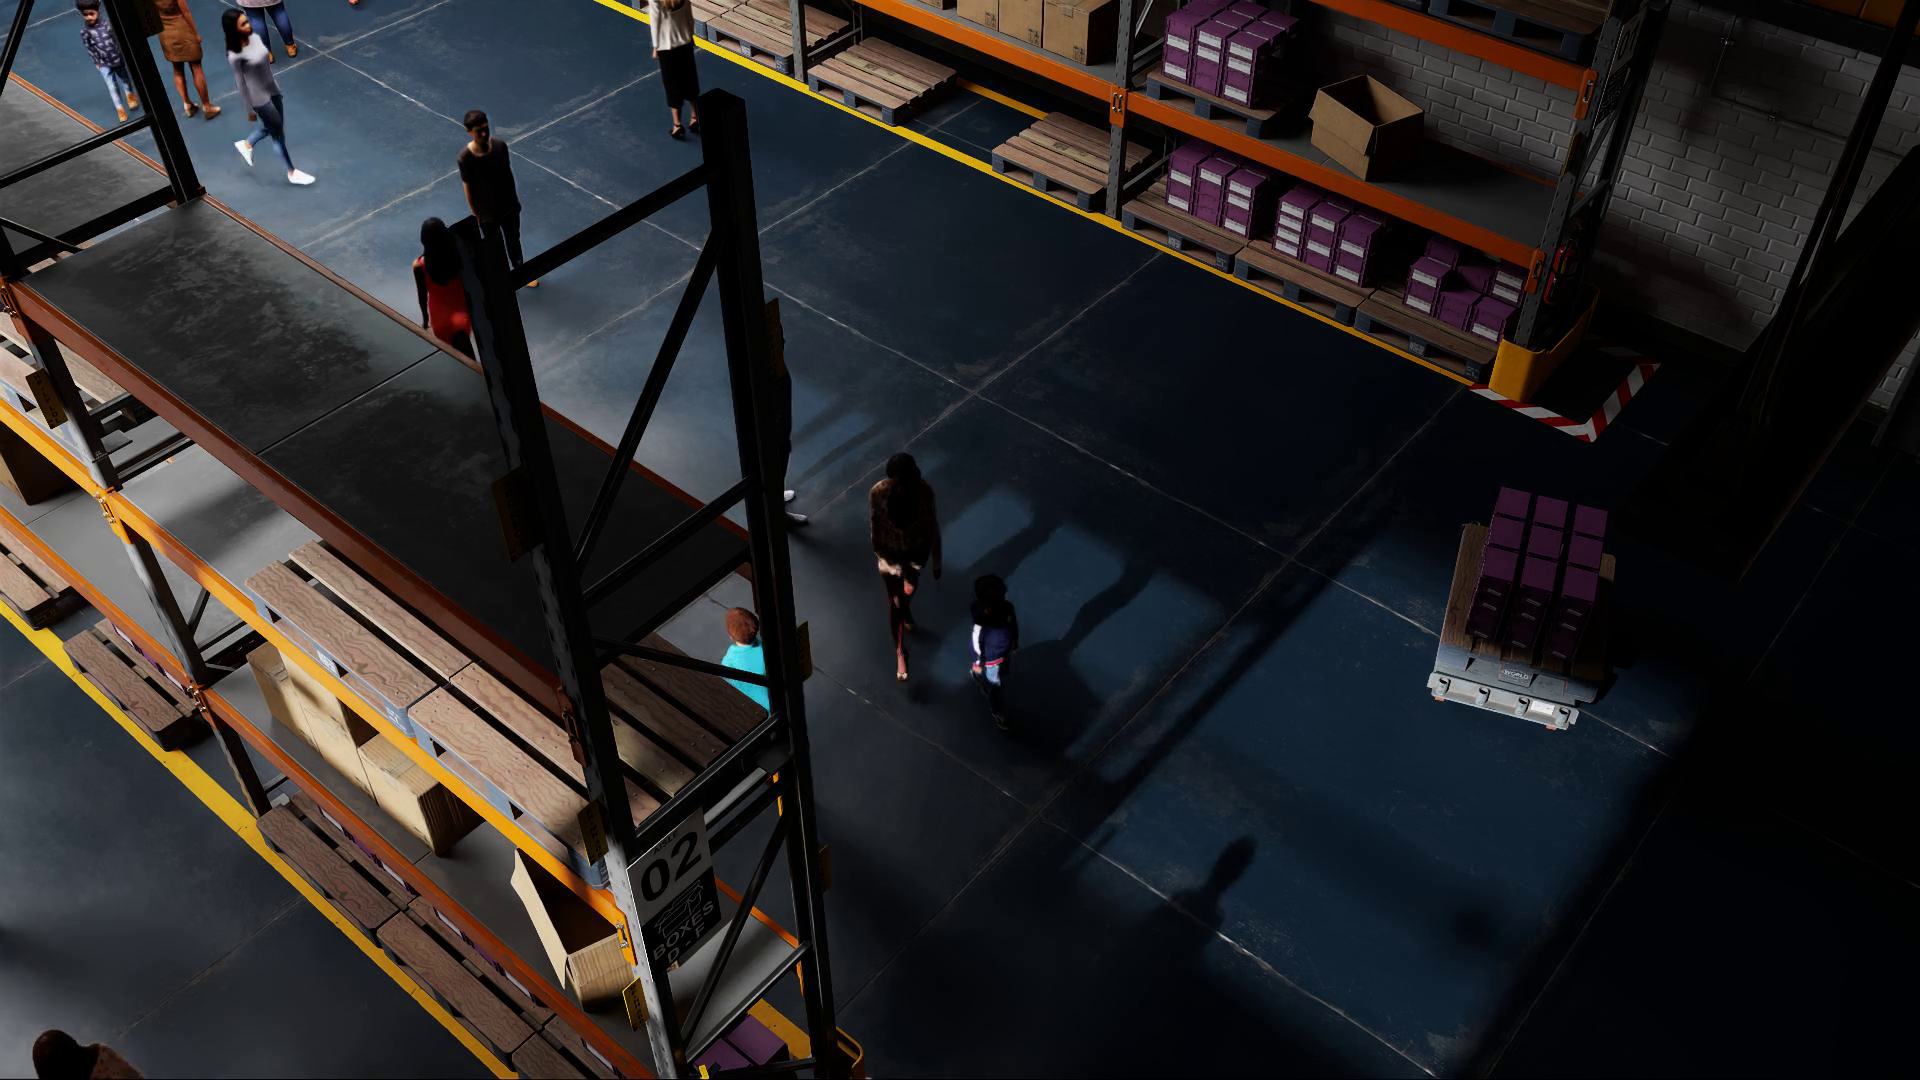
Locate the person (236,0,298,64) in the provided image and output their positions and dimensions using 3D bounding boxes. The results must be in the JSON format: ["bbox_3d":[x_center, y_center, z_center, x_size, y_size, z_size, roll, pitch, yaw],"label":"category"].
[{"bbox_3d":[-7.237,-5.765,17.053,0.770,1.743,0.742,-22,48,-22],"label":"person"}]

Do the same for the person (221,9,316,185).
[{"bbox_3d":[-6.494,-4.077,15.297,1.097,1.720,0.917,8,44,9],"label":"person"}]

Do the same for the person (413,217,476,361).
[{"bbox_3d":[-3.878,-1.652,12.774,0.817,1.688,1.158,-24,48,-23],"label":"person"}]

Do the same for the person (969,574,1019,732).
[{"bbox_3d":[0.208,0.661,10.693,0.557,1.212,0.715,-33,53,-30],"label":"person"}]

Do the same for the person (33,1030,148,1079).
[{"bbox_3d":[-4.145,2.831,8.048,0.688,1.717,0.666,14,45,14],"label":"person"}]

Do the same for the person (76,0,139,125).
[{"bbox_3d":[-8.375,-4.776,16.392,0.721,1.222,0.904,-17,46,-17],"label":"person"}]

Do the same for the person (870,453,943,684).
[{"bbox_3d":[-0.378,0.023,10.972,0.965,1.749,1.034,-7,44,-8],"label":"person"}]

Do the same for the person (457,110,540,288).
[{"bbox_3d":[-3.928,-2.853,14.015,0.631,1.717,0.569,-35,53,-31],"label":"person"}]

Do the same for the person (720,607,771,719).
[{"bbox_3d":[-1.224,0.996,10.178,0.612,1.436,0.745,-28,50,-27],"label":"person"}]

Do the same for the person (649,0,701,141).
[{"bbox_3d":[-2.720,-4.711,15.863,0.630,1.858,0.562,-32,52,-29],"label":"person"}]

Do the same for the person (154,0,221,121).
[{"bbox_3d":[-7.628,-4.924,16.212,0.593,1.683,0.699,8,44,8],"label":"person"}]
